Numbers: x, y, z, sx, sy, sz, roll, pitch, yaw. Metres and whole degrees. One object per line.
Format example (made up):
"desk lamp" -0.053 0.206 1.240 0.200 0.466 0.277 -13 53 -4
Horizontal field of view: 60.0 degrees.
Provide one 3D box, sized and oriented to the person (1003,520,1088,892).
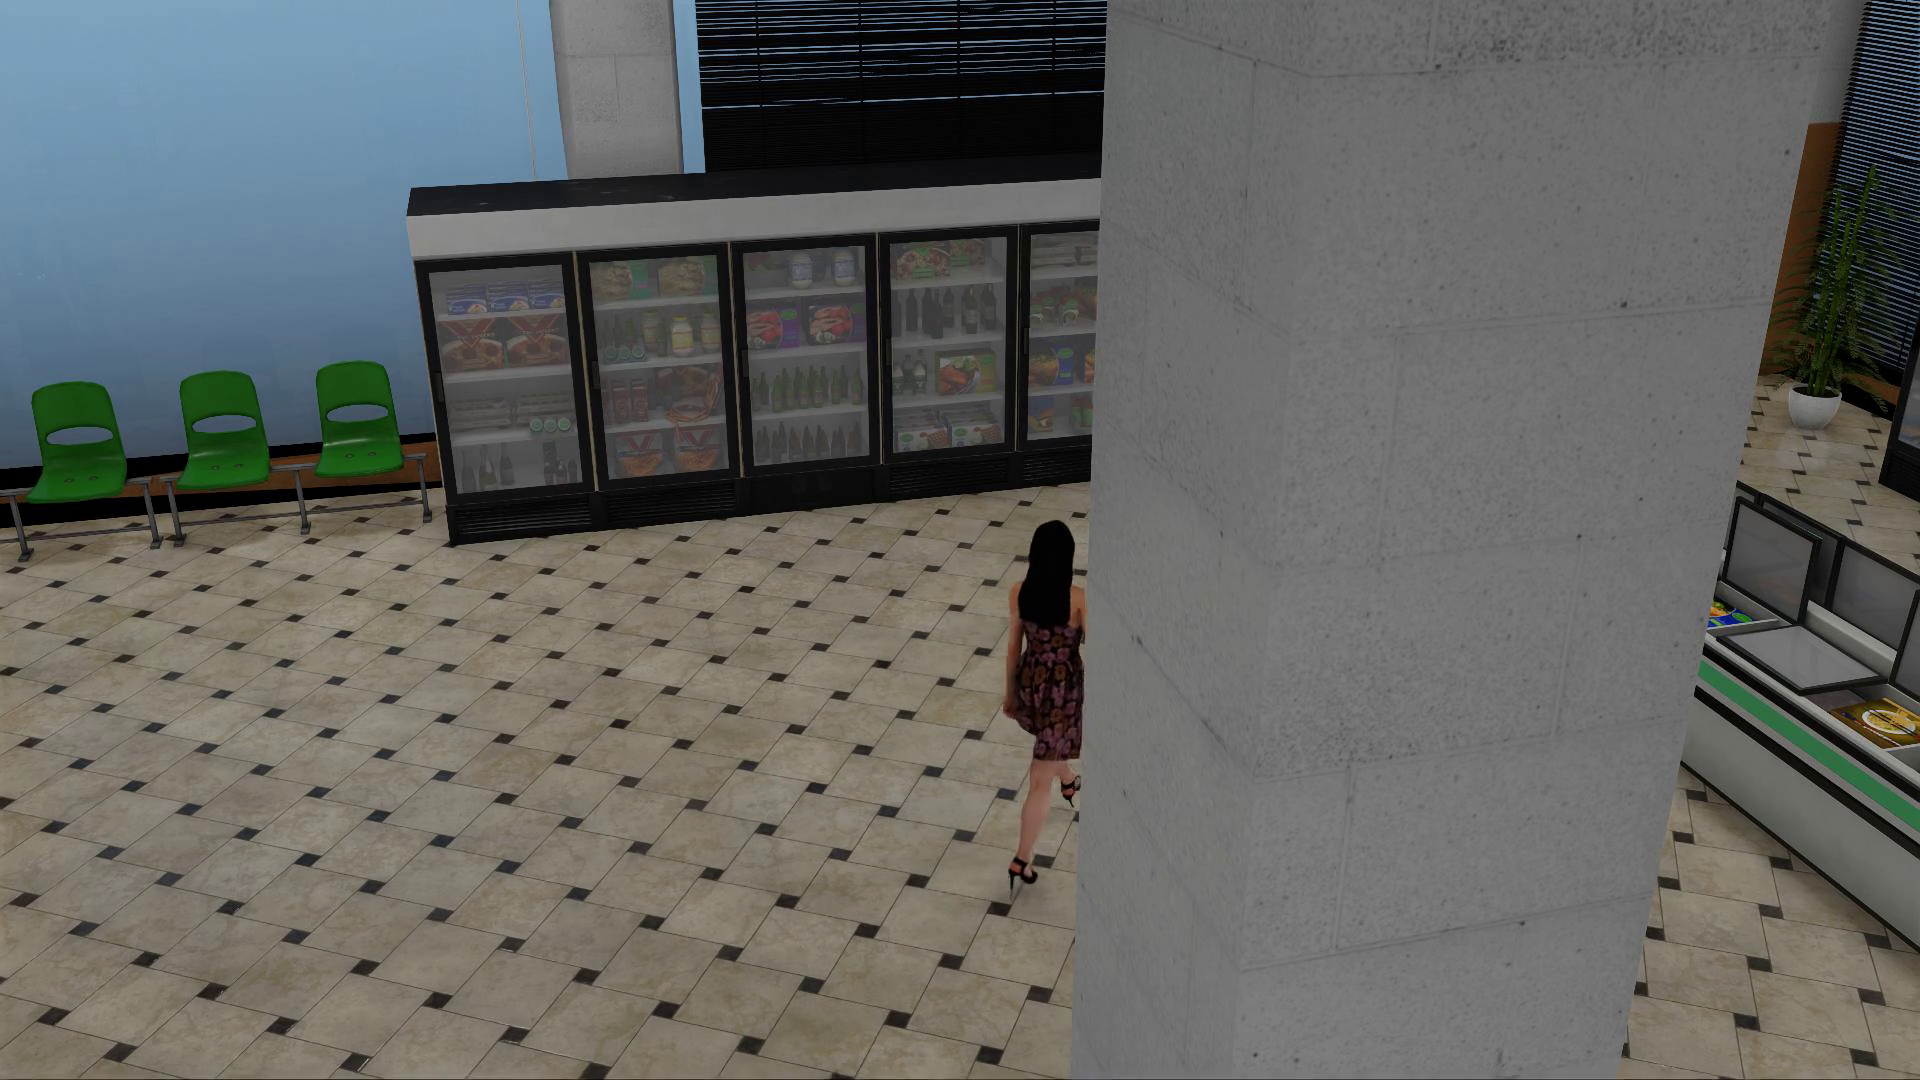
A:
"person" 0.382 0.806 7.624 1.111 1.714 1.234 11 26 24
